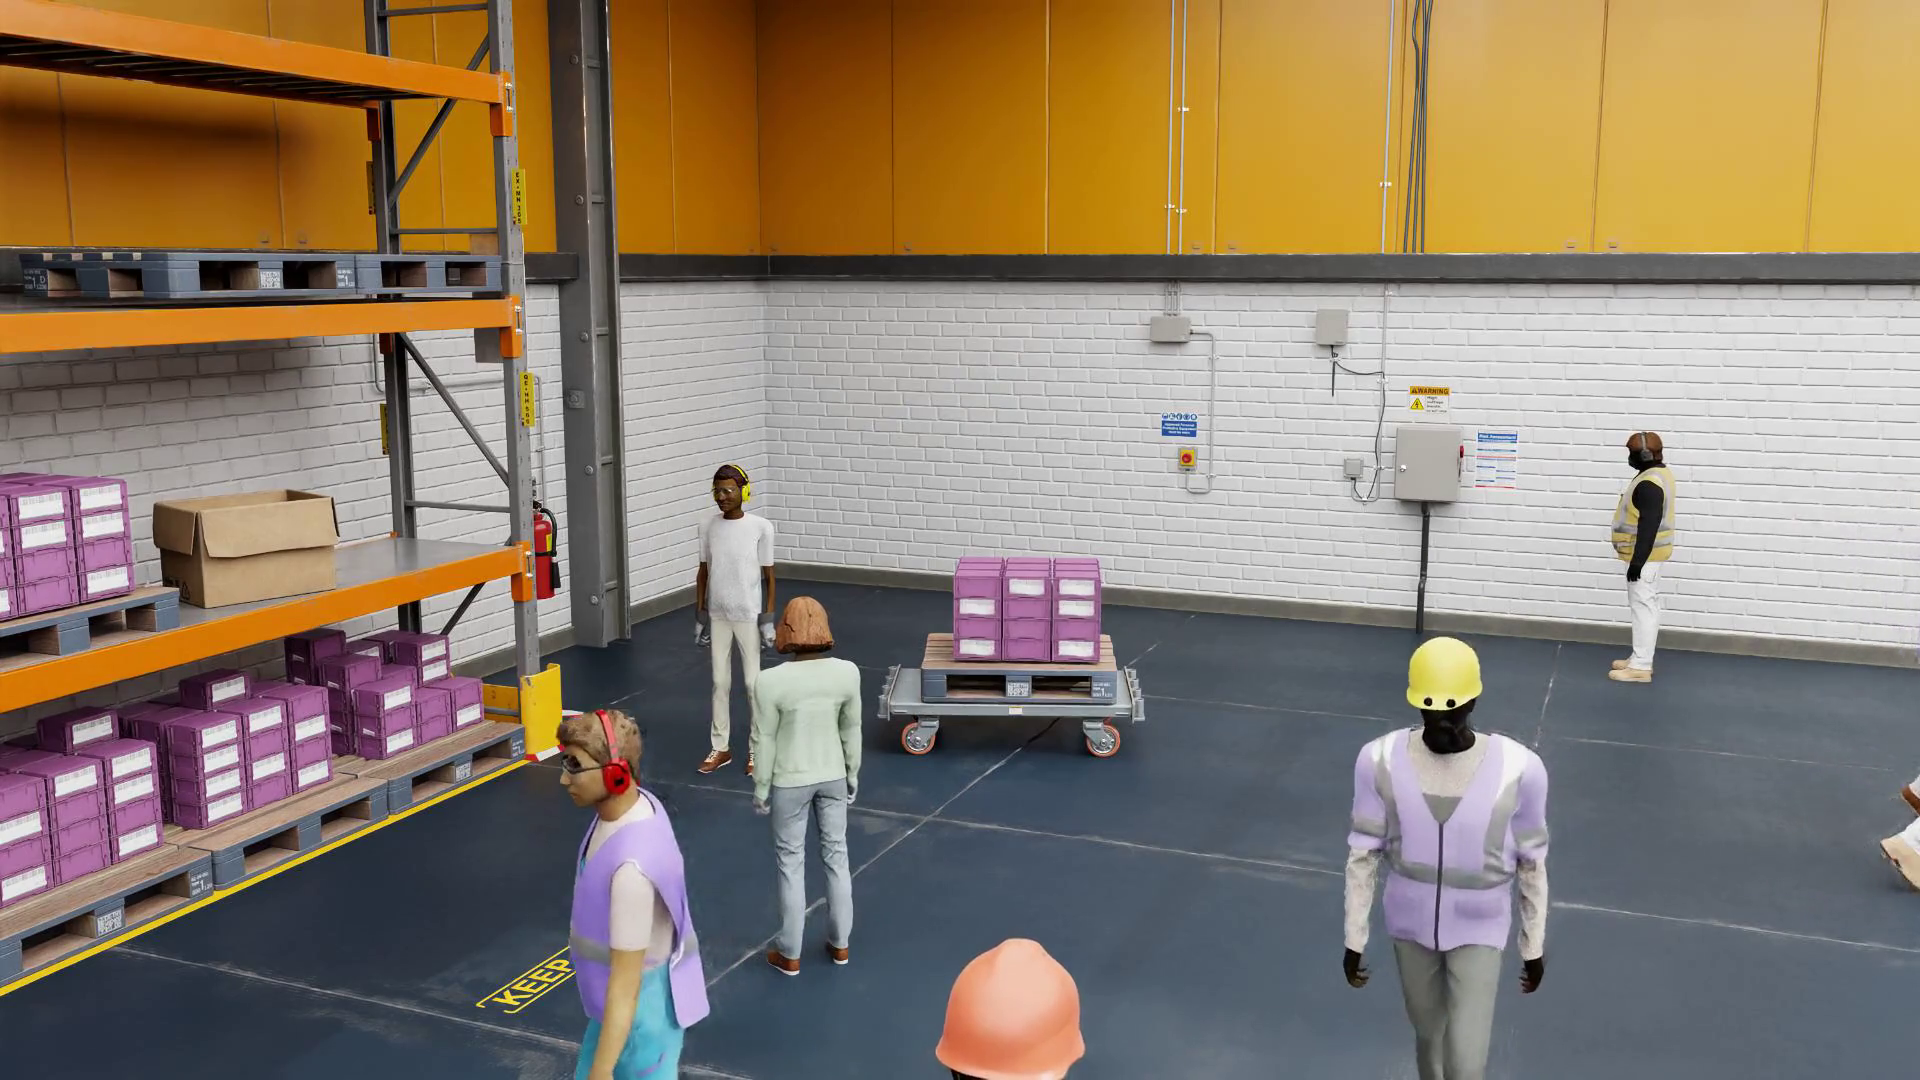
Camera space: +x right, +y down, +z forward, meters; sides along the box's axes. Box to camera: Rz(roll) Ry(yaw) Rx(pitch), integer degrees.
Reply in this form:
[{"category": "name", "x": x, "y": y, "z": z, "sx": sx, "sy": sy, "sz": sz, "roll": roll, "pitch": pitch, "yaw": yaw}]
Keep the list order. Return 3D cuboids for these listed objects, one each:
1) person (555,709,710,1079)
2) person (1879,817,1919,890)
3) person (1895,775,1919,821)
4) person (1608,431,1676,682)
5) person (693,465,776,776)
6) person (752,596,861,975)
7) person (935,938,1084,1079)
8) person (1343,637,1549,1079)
[{"category": "person", "x": -1.020, "y": 1.365, "z": 4.694, "sx": 0.797, "sy": 1.806, "sz": 0.589, "roll": -3, "pitch": 10, "yaw": -18}, {"category": "person", "x": 4.880, "y": 0.859, "z": 7.815, "sx": 0.821, "sy": 1.821, "sz": 0.637, "roll": 3, "pitch": 10, "yaw": 19}, {"category": "person", "x": 5.314, "y": 0.659, "z": 8.674, "sx": 0.451, "sy": 1.916, "sz": 0.652, "roll": 9, "pitch": 13, "yaw": 42}, {"category": "person", "x": 4.987, "y": 0.119, "z": 12.182, "sx": 0.429, "sy": 1.838, "sz": 0.621, "roll": 5, "pitch": 11, "yaw": 28}, {"category": "person", "x": -1.349, "y": 0.476, "z": 9.919, "sx": 0.531, "sy": 1.871, "sz": 0.322, "roll": 2, "pitch": 10, "yaw": 13}, {"category": "person", "x": -0.655, "y": 1.052, "z": 7.165, "sx": 0.502, "sy": 1.627, "sz": 0.270, "roll": -5, "pitch": 11, "yaw": -30}, {"category": "person", "x": 0.076, "y": 1.614, "z": 2.817, "sx": 0.551, "sy": 1.935, "sz": 0.371, "roll": 1, "pitch": 9, "yaw": 7}, {"category": "person", "x": 1.488, "y": 1.239, "z": 5.196, "sx": 0.606, "sy": 1.892, "sz": 0.767, "roll": 5, "pitch": 11, "yaw": 27}]
